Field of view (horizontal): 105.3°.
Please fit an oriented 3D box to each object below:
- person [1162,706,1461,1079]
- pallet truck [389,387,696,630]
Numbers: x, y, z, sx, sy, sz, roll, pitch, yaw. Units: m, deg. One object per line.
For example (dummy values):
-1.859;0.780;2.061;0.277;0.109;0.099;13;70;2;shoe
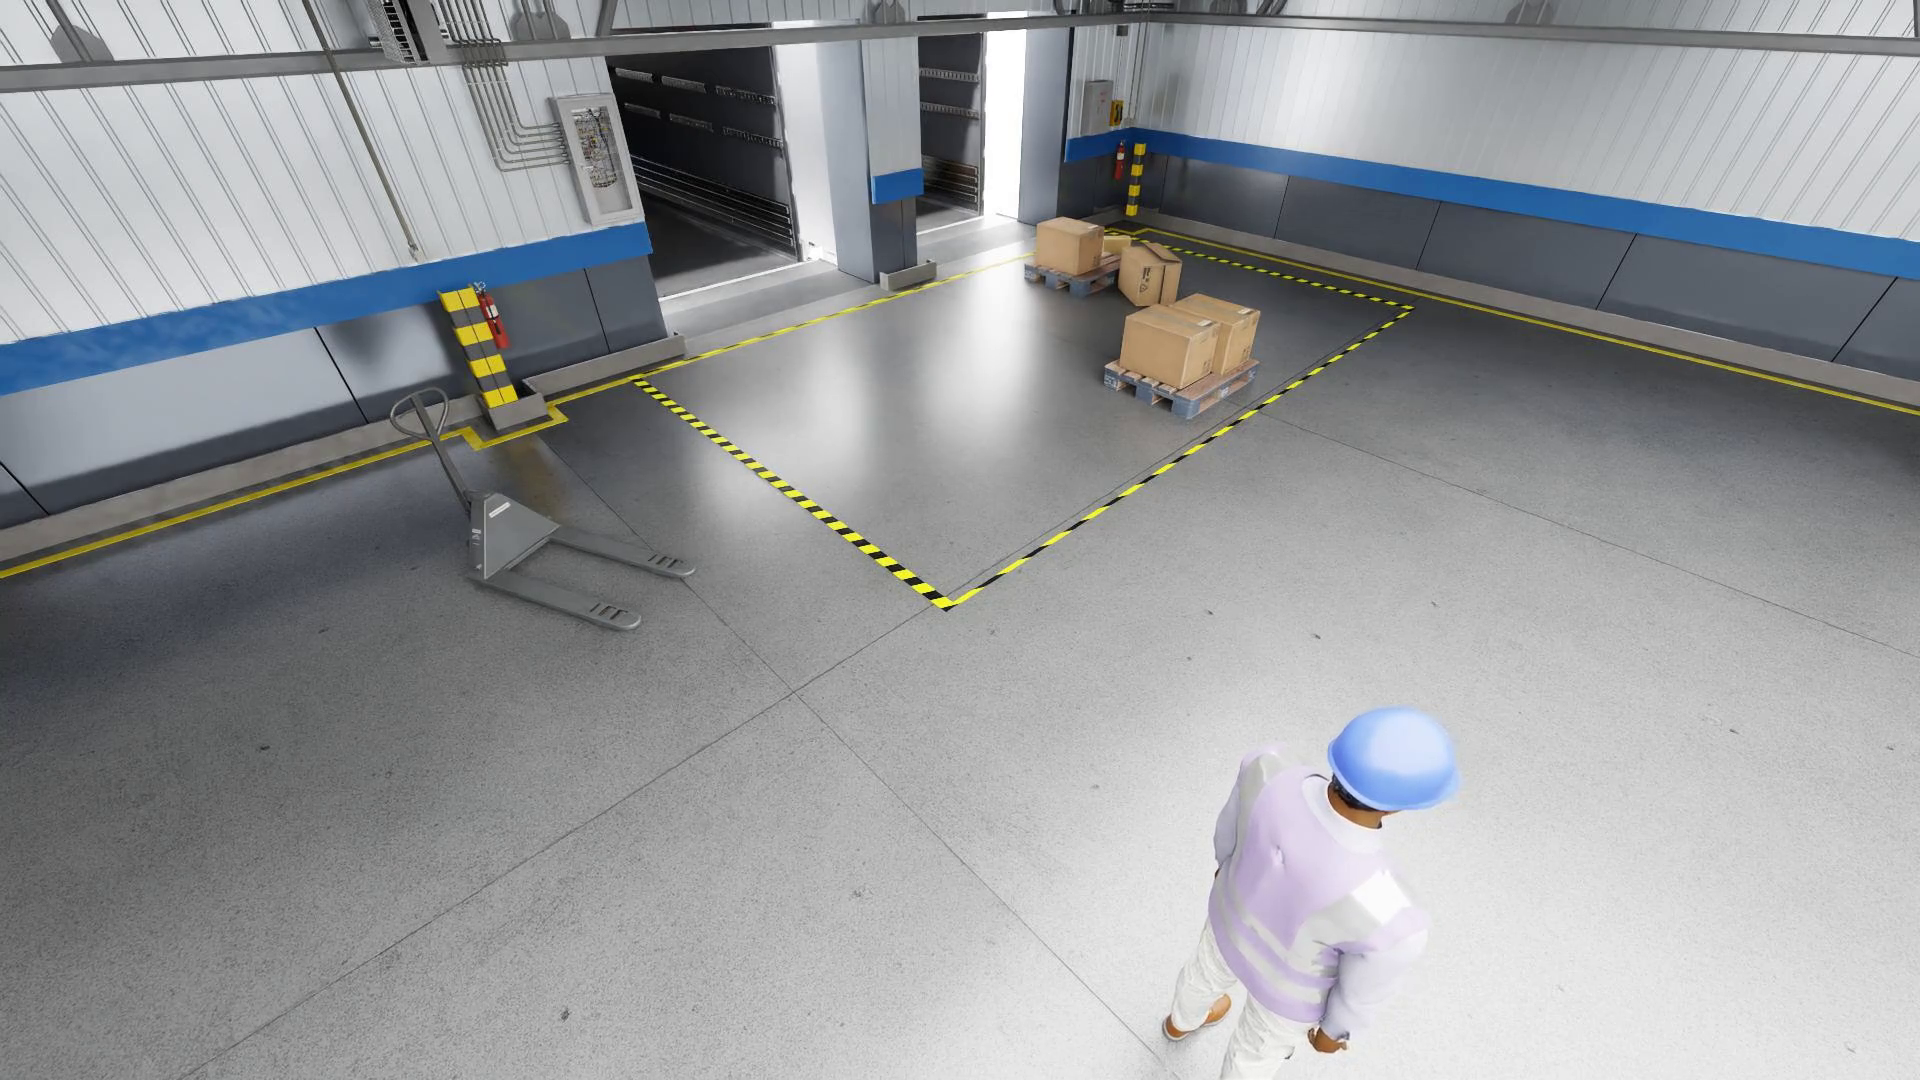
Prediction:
0.954;1.172;2.177;0.403;1.947;0.604;-11;39;-14;person
-2.613;-0.247;4.593;1.601;1.201;0.680;14;40;17;pallet truck
